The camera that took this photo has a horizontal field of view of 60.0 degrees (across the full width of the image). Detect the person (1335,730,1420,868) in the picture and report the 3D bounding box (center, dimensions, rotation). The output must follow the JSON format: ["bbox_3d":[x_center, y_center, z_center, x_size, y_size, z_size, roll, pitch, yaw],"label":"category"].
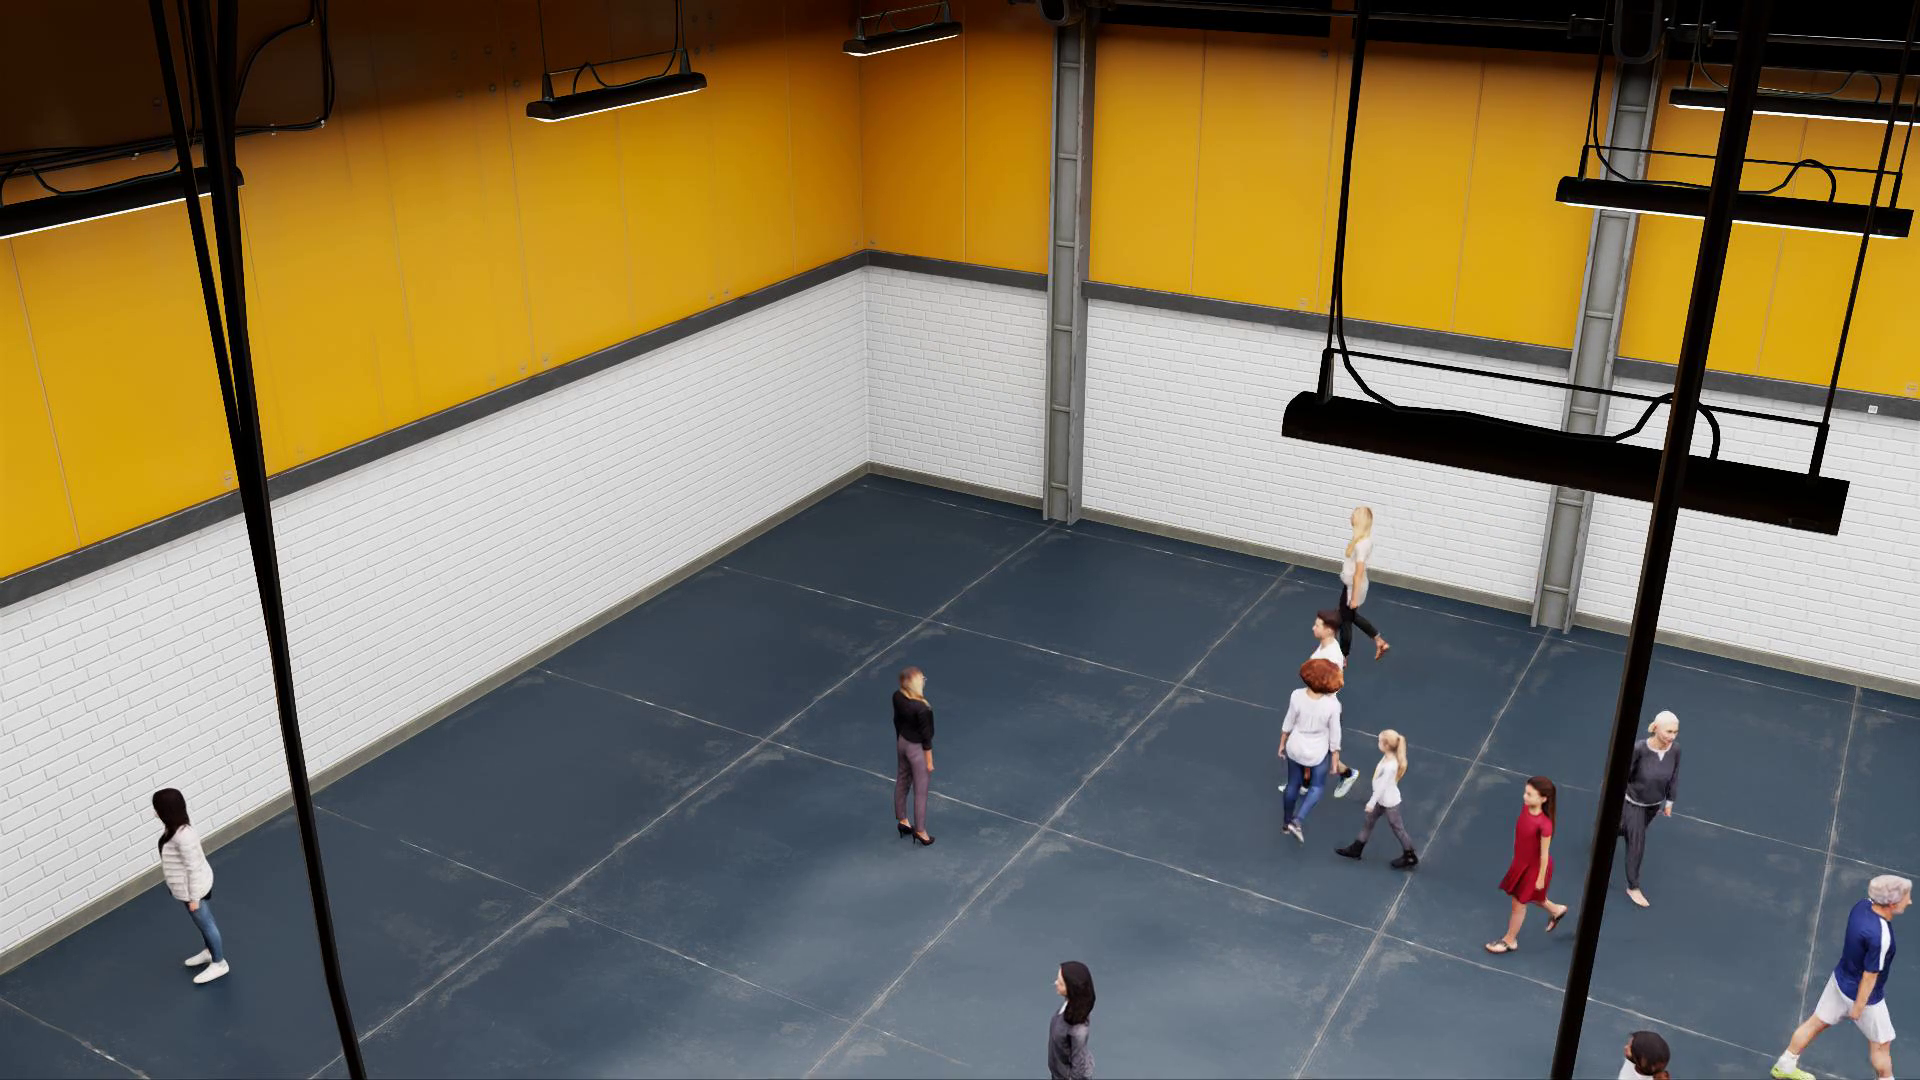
[{"bbox_3d":[3.608,2.186,13.775,0.961,1.238,0.686,4,24,10],"label":"person"}]

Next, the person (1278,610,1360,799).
[{"bbox_3d":[3.258,1.474,14.654,1.047,1.837,0.917,1,24,3],"label":"person"}]

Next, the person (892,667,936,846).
[{"bbox_3d":[-0.402,1.819,14.073,0.716,1.671,0.570,-19,30,-37],"label":"person"}]

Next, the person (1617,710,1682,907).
[{"bbox_3d":[5.479,2.060,13.517,1.091,1.675,1.099,-3,24,-8],"label":"person"}]

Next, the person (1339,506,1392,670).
[{"bbox_3d":[4.103,0.510,16.889,0.962,1.814,0.729,7,25,16],"label":"person"}]

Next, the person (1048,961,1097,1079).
[{"bbox_3d":[0.708,3.372,10.404,0.673,1.765,0.669,0,24,0],"label":"person"}]

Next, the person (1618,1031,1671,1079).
[{"bbox_3d":[3.990,3.615,9.902,0.663,1.721,0.658,1,24,3],"label":"person"}]

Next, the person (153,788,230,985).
[{"bbox_3d":[-5.750,2.549,12.447,0.758,1.636,0.639,-15,28,-30],"label":"person"}]

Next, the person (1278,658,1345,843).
[{"bbox_3d":[2.935,1.815,14.057,0.707,1.692,0.757,12,26,26],"label":"person"}]

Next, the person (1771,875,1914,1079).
[{"bbox_3d":[5.956,3.011,11.202,1.250,1.786,0.953,3,24,6],"label":"person"}]

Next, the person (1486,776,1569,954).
[{"bbox_3d":[4.437,2.478,12.734,0.958,1.536,0.874,-5,24,-11],"label":"person"}]
